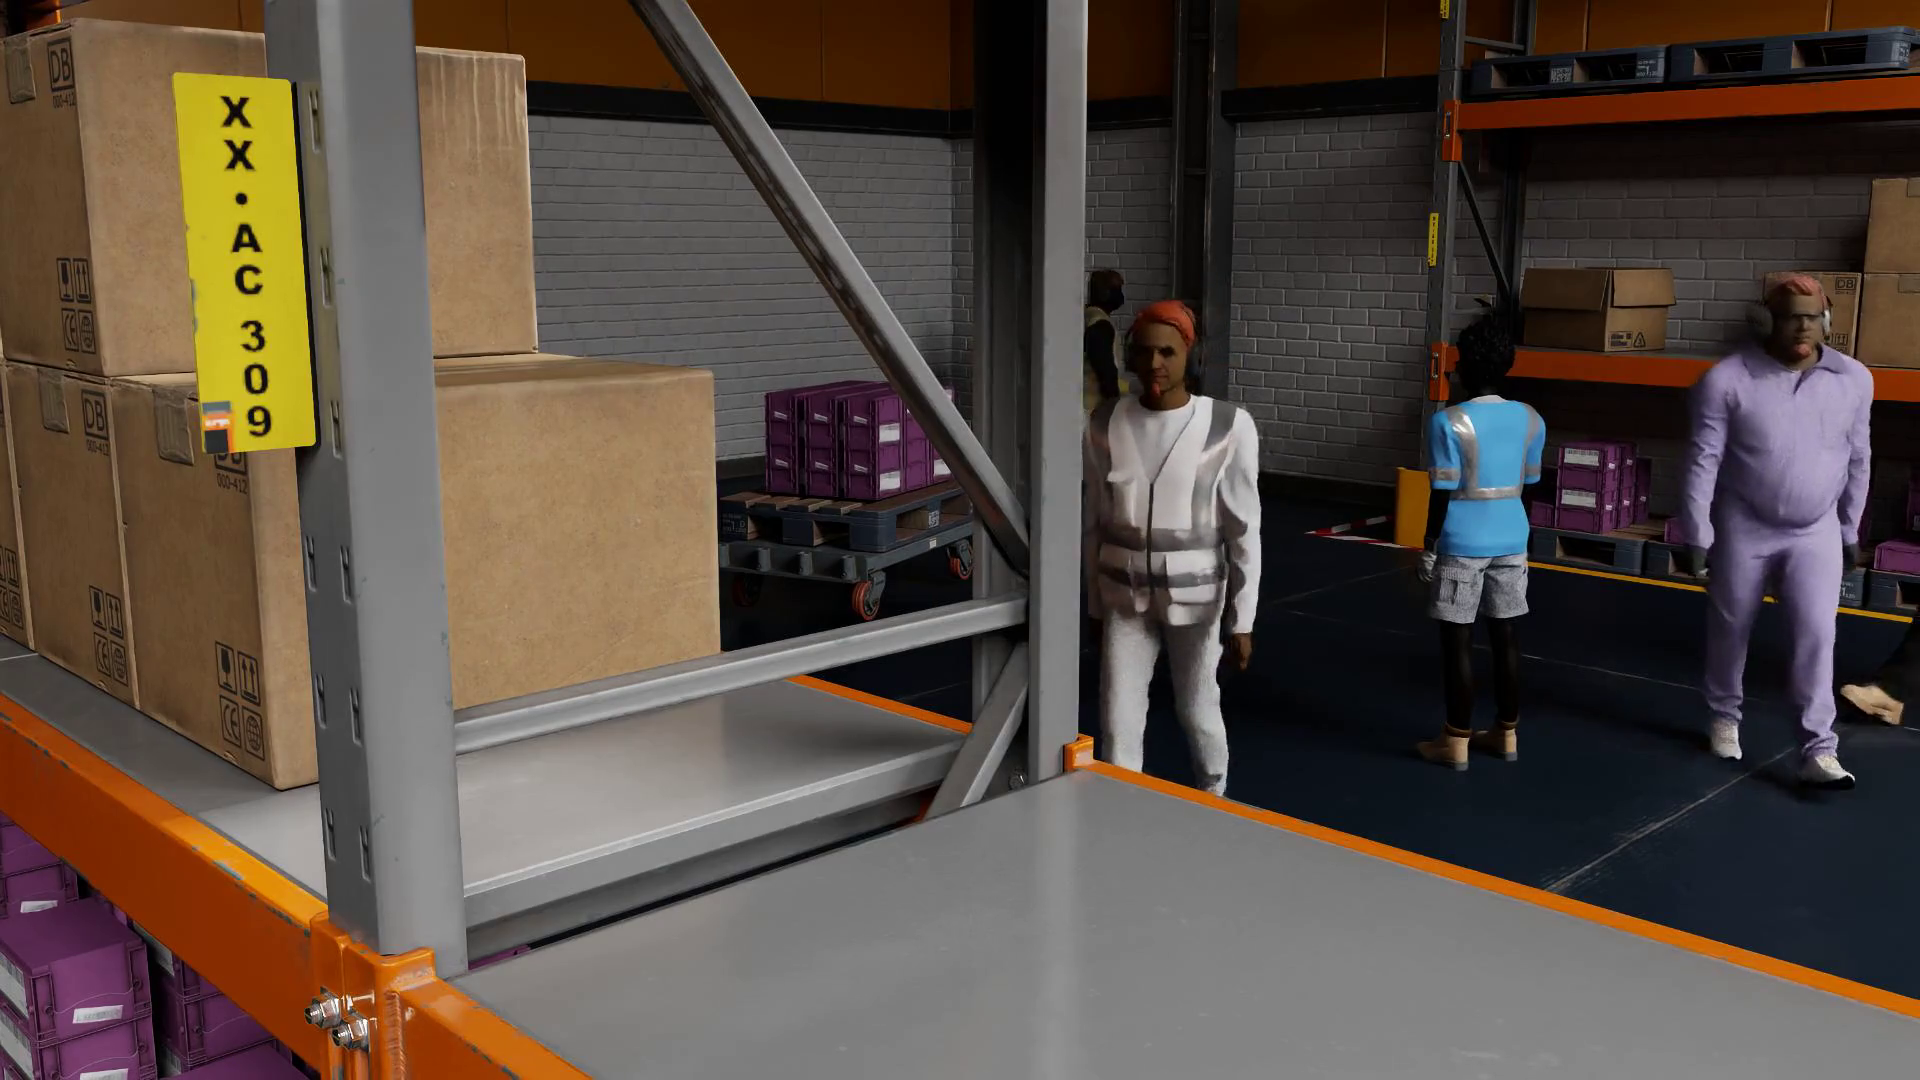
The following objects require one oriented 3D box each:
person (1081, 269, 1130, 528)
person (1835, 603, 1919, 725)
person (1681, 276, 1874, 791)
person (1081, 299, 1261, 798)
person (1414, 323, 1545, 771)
[{"bbox_3d":[0.982,-0.926,11.280,0.896,1.795,0.637,0,10,1],"label":"person"},{"bbox_3d":[4.163,-0.198,6.622,1.040,2.000,0.693,-2,11,-8],"label":"person"},{"bbox_3d":[3.025,-0.019,6.123,0.684,1.862,0.955,2,11,10],"label":"person"},{"bbox_3d":[0.665,0.173,5.168,0.589,1.846,0.958,4,11,22],"label":"person"},{"bbox_3d":[1.966,0.027,6.334,0.540,1.695,0.317,-5,11,-24],"label":"person"}]
